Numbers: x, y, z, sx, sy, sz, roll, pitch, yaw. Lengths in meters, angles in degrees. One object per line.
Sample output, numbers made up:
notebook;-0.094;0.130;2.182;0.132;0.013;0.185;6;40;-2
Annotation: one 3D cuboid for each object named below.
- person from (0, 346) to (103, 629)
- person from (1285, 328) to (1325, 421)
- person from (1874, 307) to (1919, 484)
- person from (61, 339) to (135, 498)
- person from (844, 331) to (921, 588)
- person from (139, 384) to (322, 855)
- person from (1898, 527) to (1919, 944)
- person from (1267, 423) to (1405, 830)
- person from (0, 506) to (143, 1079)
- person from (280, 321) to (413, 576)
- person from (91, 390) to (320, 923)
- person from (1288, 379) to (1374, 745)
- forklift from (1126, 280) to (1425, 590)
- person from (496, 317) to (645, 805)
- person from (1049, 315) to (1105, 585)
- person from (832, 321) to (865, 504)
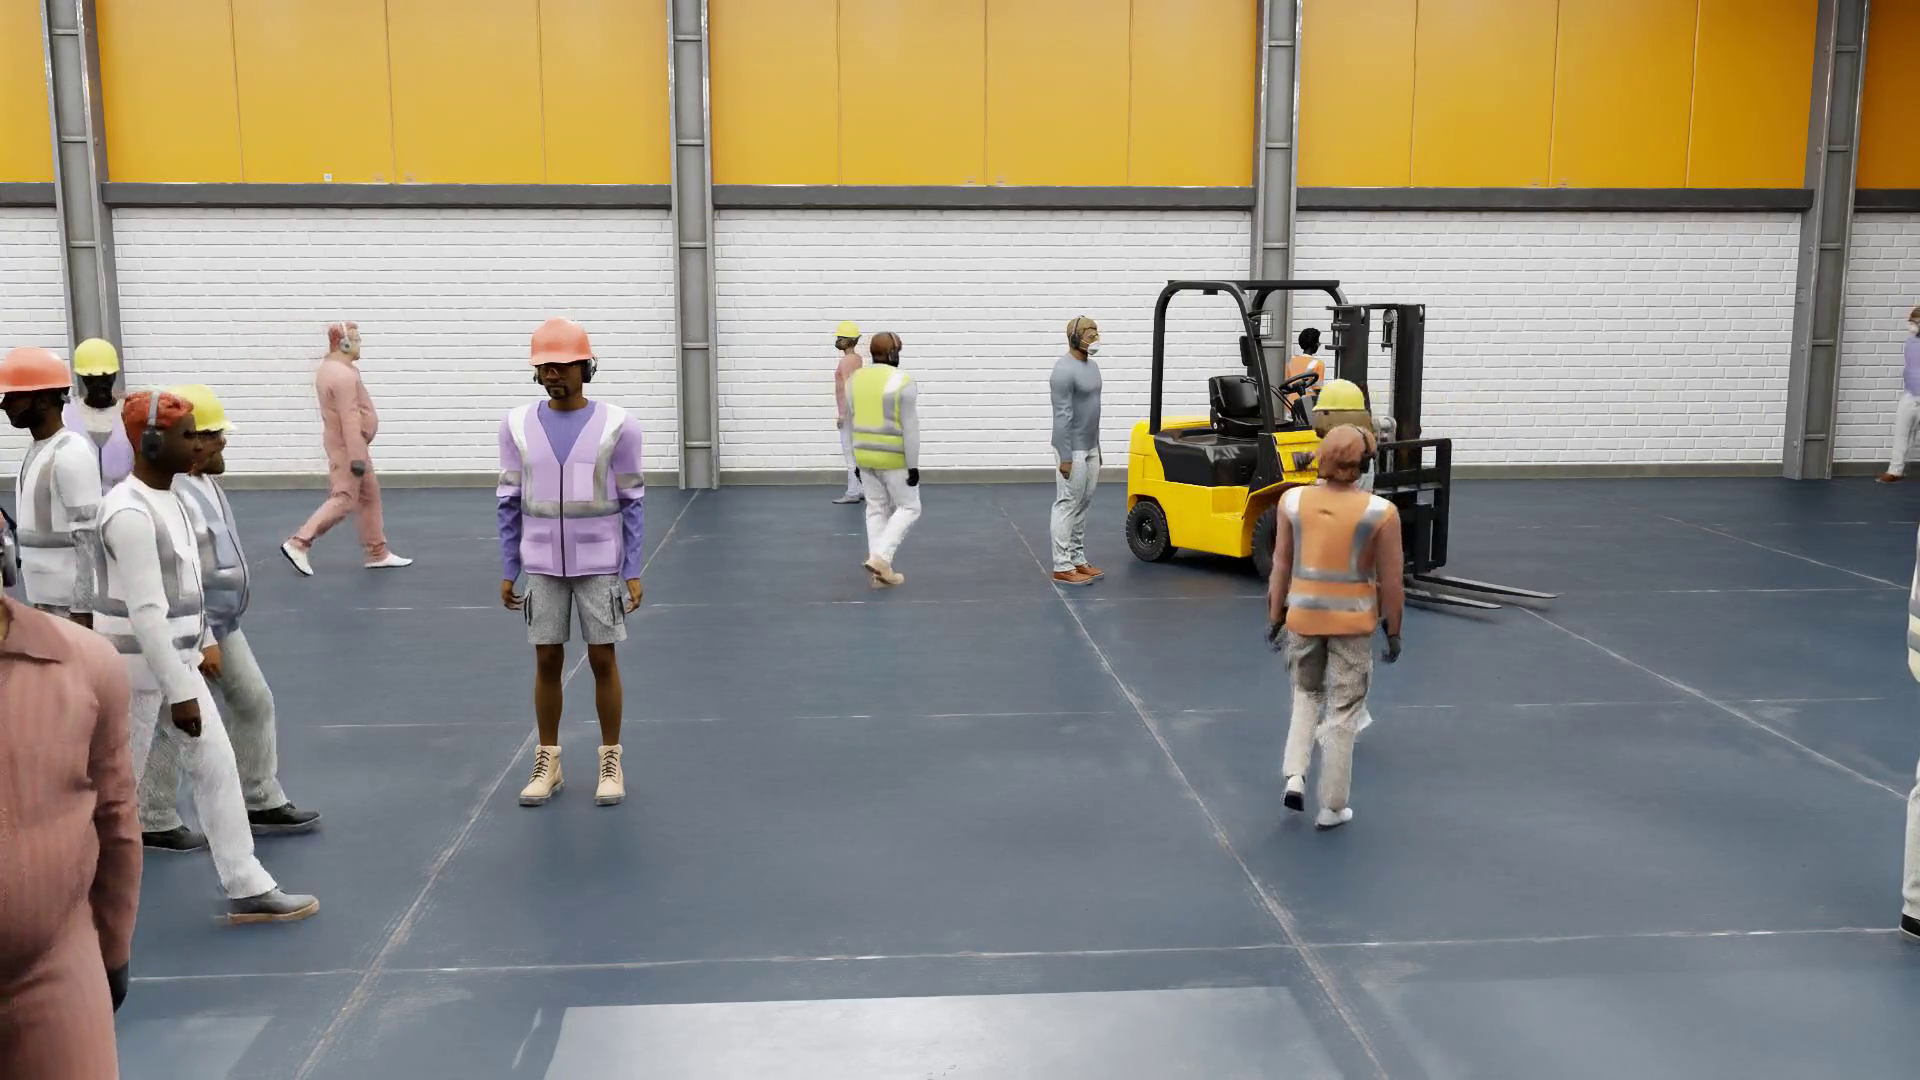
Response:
person;-3.598;0.200;6.625;0.373;1.934;0.551;-8;12;-42
person;3.492;-1.302;16.842;0.321;1.691;0.532;-5;10;-29
person;10.249;-1.515;17.554;0.894;1.901;0.666;0;9;-2
person;-4.547;-0.124;8.854;0.592;1.869;1.031;-4;10;-21
person;-0.524;-0.553;11.699;0.638;1.825;0.438;7;11;37
person;-2.817;0.316;6.325;0.766;1.803;0.600;-1;9;-4
person;3.340;0.437;5.464;0.404;1.830;0.602;9;12;43
person;1.497;0.351;6.633;0.549;1.625;0.372;6;11;32
person;-1.767;0.820;2.977;0.649;1.862;0.974;-7;11;-36
person;-4.584;-0.679;12.313;0.879;1.877;0.646;-4;10;-25
person;-2.715;0.425;5.511;0.951;1.843;0.592;-2;9;-10
person;1.746;0.117;7.772;0.346;1.730;0.515;5;10;28
forklift;2.301;-0.860;12.475;1.214;2.155;2.313;-6;11;-35
person;-1.622;0.099;6.931;0.614;2.043;0.374;0;9;0
person;0.841;-0.640;11.942;0.363;1.934;0.630;5;10;26
person;-1.084;-1.237;16.176;0.296;1.772;0.533;2;9;12
